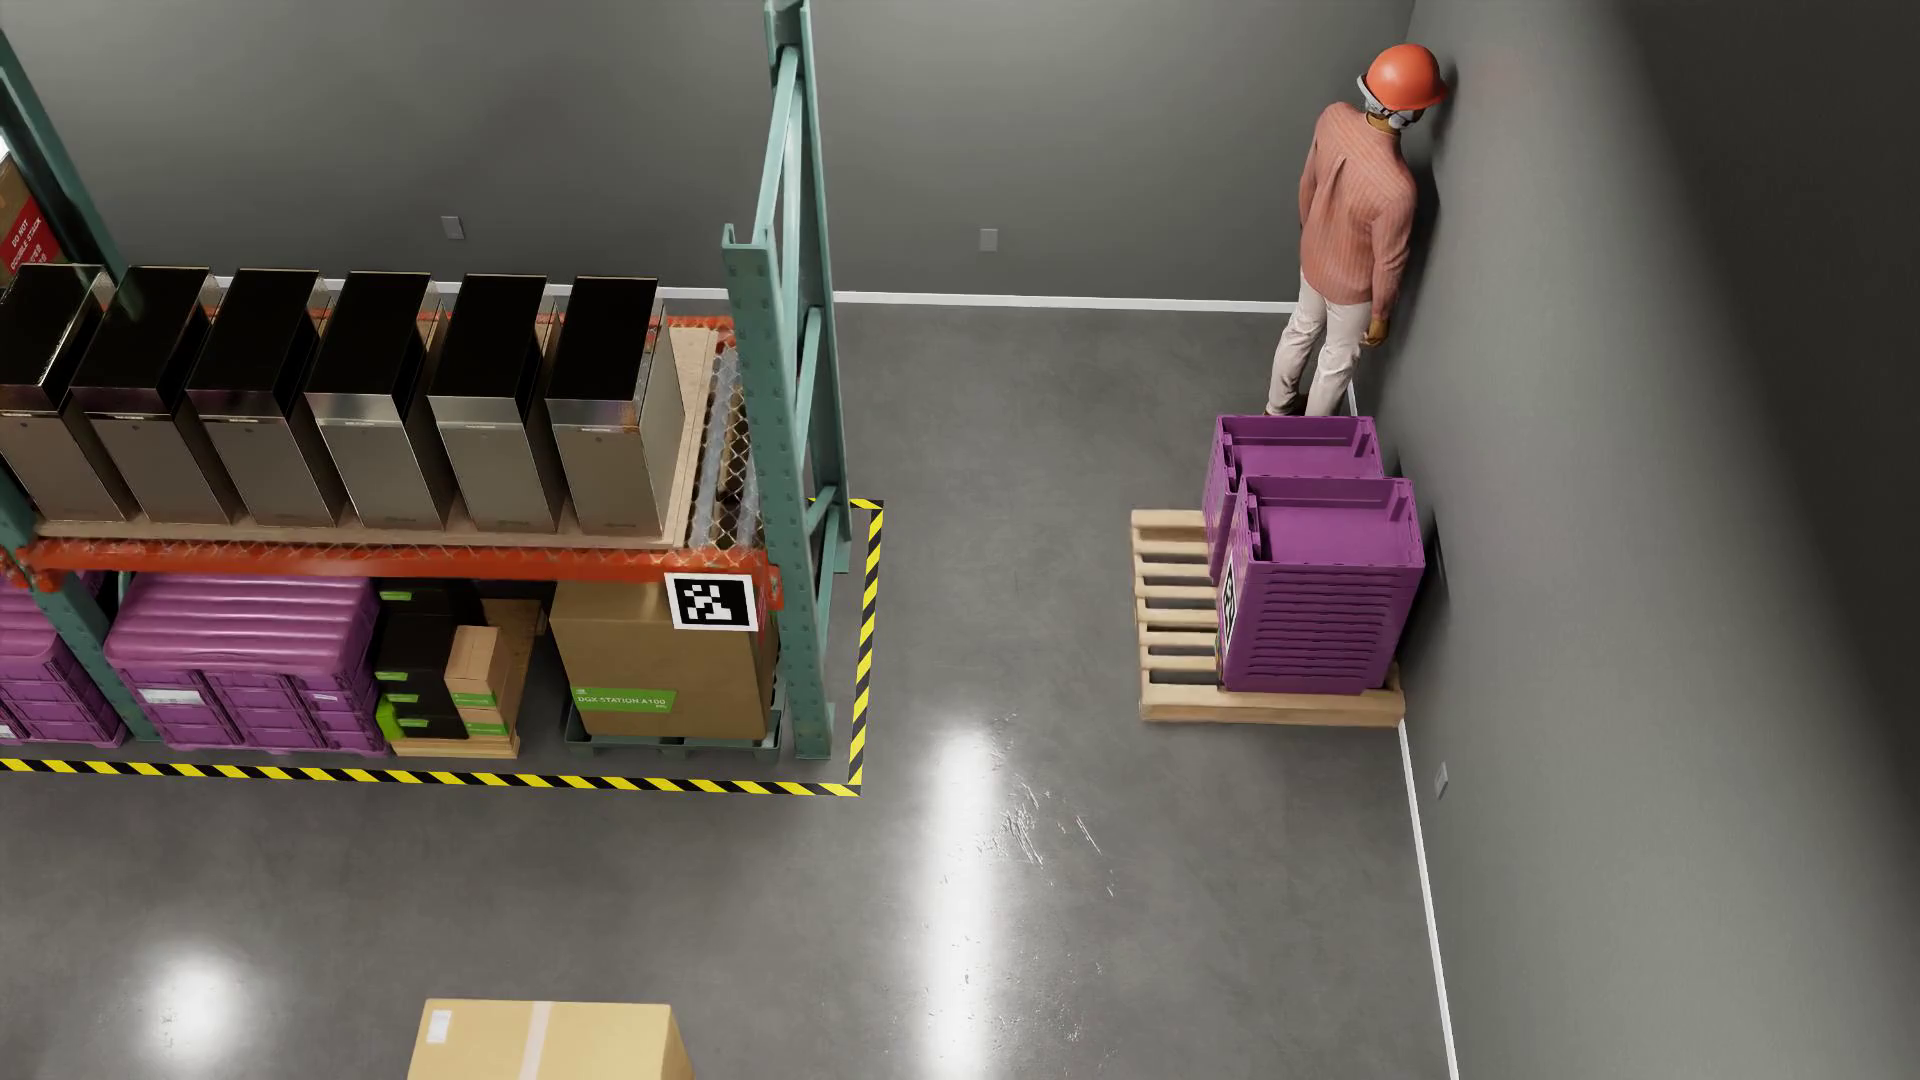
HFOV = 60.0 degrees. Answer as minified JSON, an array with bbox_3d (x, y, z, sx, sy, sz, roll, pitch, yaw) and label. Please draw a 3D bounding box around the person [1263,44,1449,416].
[{"bbox_3d":[1.528,-1.069,6.499,0.396,1.992,0.623,-18,54,-13],"label":"person"}]
